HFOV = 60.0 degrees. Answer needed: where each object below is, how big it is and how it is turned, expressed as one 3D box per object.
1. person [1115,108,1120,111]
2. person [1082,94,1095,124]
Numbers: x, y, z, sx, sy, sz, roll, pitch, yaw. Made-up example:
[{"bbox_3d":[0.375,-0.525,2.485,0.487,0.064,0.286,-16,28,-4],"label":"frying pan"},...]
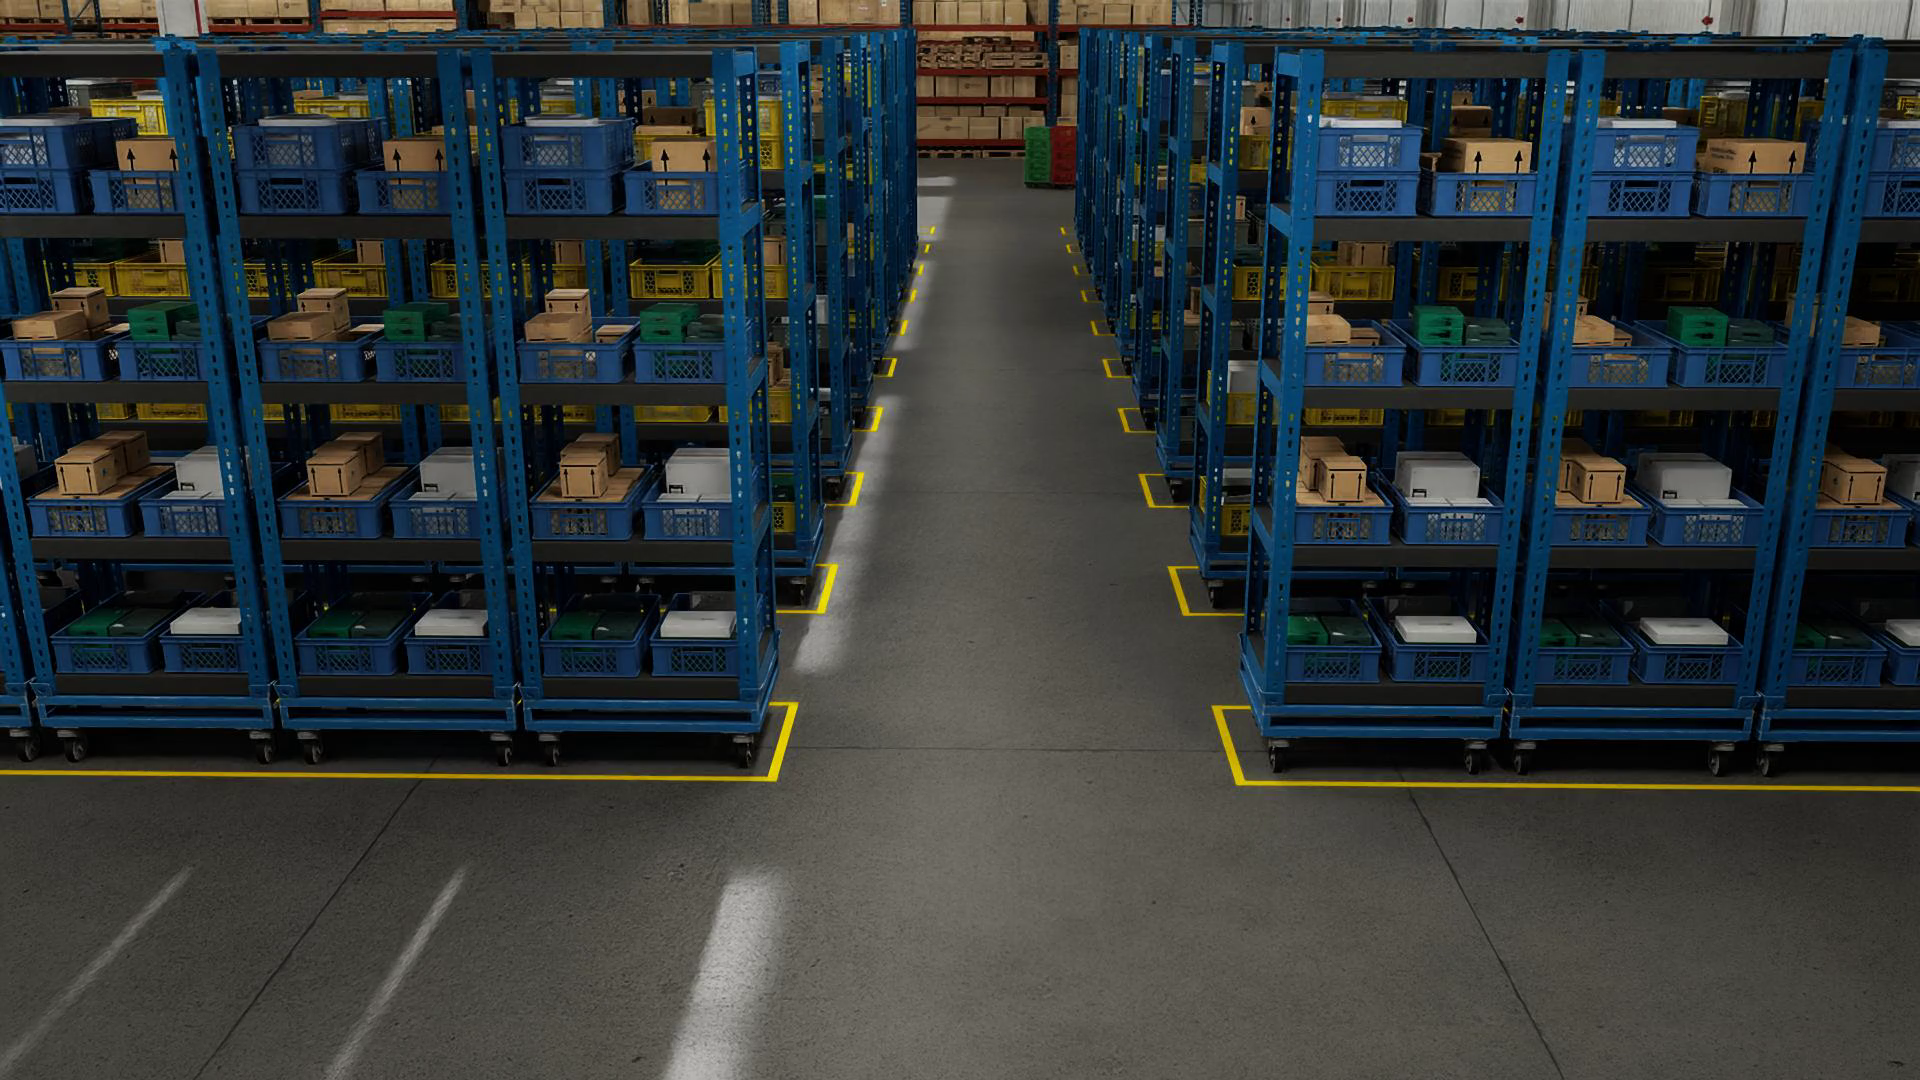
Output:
[{"bbox_3d":[4.148,-11.097,44.928,0.735,1.718,0.558,1,17,5],"label":"person"},{"bbox_3d":[3.334,-10.502,42.591,0.607,1.987,0.407,-2,18,-5],"label":"person"}]
